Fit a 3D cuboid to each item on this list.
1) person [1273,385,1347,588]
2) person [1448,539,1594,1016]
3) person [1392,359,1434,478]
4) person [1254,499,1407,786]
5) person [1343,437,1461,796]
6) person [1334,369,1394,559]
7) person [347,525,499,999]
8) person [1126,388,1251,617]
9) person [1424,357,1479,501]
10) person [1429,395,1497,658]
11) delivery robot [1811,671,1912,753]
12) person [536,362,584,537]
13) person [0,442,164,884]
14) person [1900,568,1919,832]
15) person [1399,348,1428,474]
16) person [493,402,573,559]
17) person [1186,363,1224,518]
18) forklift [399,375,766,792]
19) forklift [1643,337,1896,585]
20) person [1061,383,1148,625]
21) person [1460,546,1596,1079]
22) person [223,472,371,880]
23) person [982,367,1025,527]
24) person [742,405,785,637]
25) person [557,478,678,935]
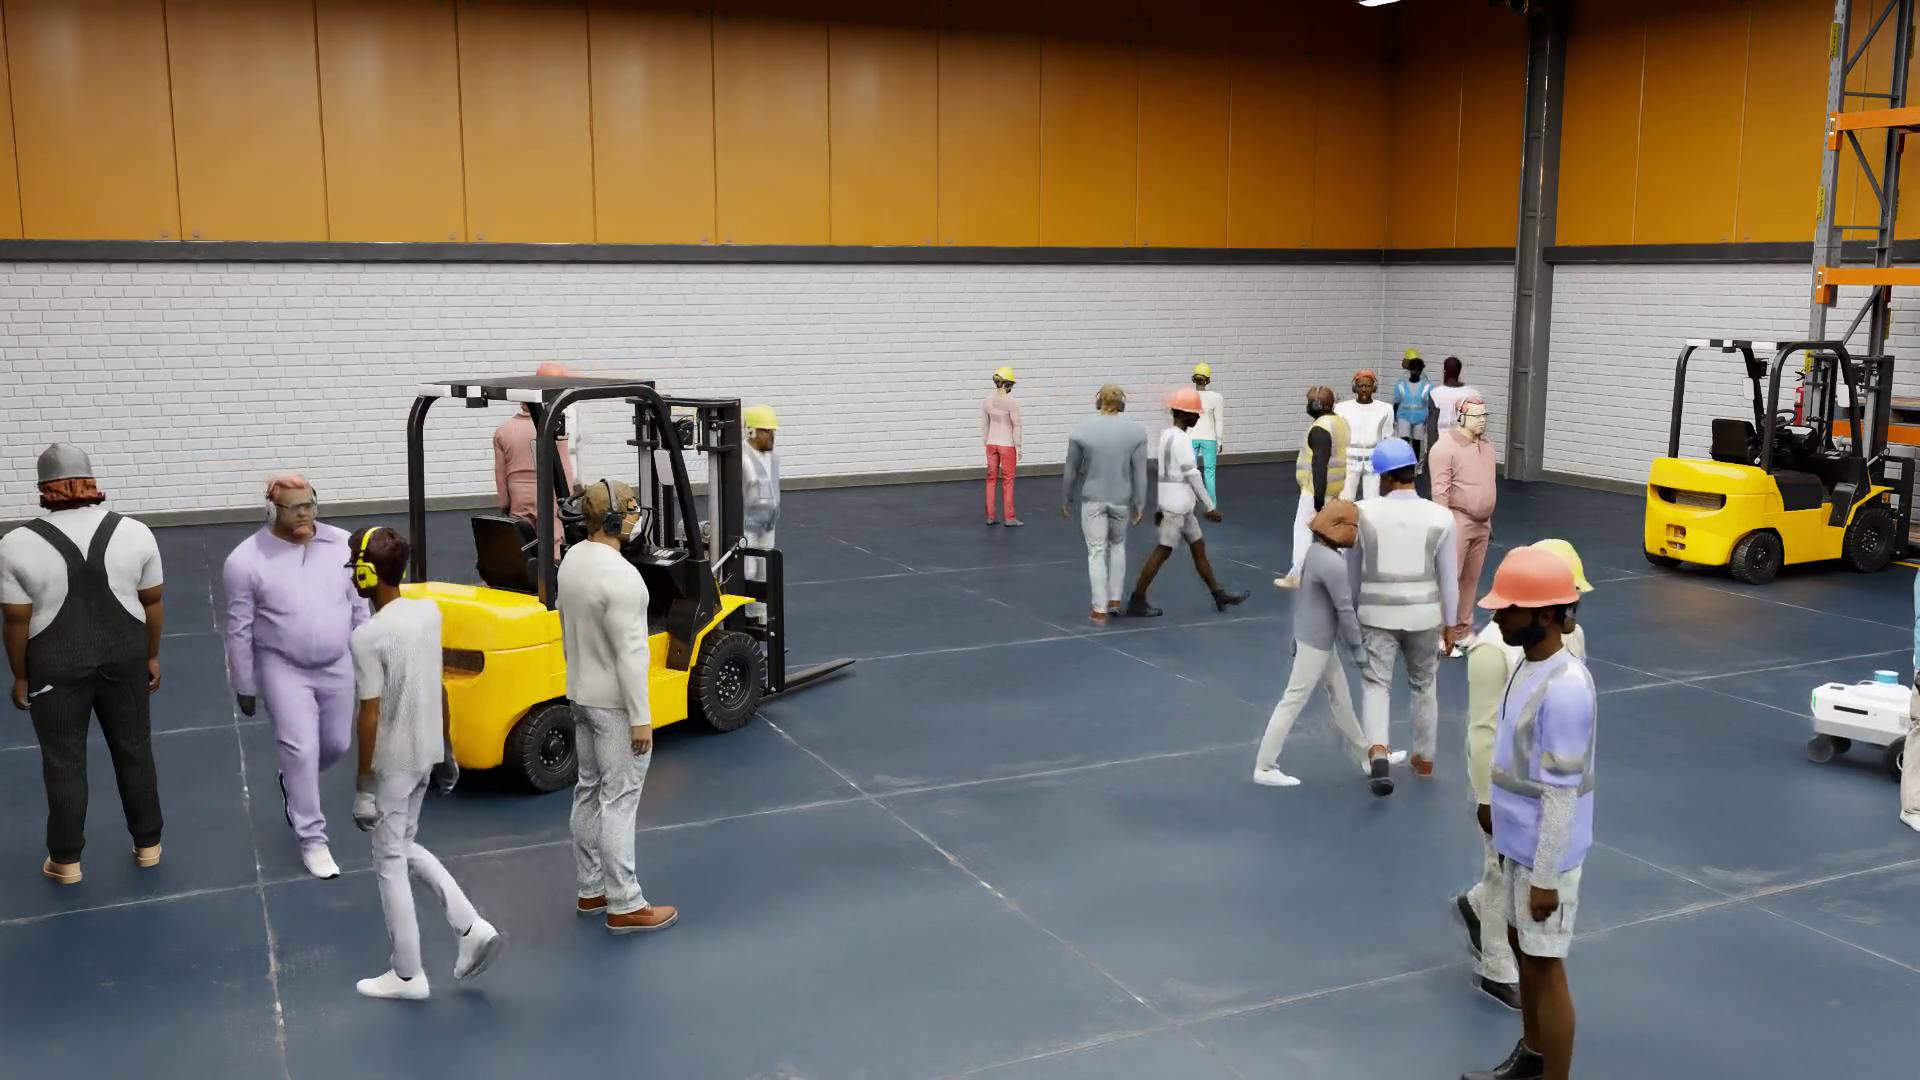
[{"bbox_3d":[3.260,-0.453,14.636,0.832,1.813,0.639,5,10,27],"label":"person"},{"bbox_3d":[2.119,0.876,6.342,0.594,1.818,0.528,-6,11,-31],"label":"person"},{"bbox_3d":[6.053,-1.611,22.277,0.565,1.645,0.897,2,9,12],"label":"person"},{"bbox_3d":[2.015,0.565,8.979,0.881,1.582,0.501,0,9,3],"label":"person"},{"bbox_3d":[2.364,0.412,8.916,0.623,1.920,0.788,2,9,9],"label":"person"},{"bbox_3d":[3.804,-0.677,15.766,0.585,1.882,0.337,1,9,8],"label":"person"},{"bbox_3d":[-2.088,0.859,6.308,0.469,1.857,0.525,3,10,16],"label":"person"},{"bbox_3d":[1.838,-0.295,13.444,1.057,1.864,0.549,0,9,1],"label":"person"},{"bbox_3d":[5.284,-1.039,18.044,0.619,1.868,0.967,-1,9,-9],"label":"person"},{"bbox_3d":[3.696,-0.104,12.144,0.653,1.906,0.408,-7,12,-38],"label":"person"},{"bbox_3d":[5.185,0.977,9.329,0.477,0.478,0.707,-8,12,-42],"label":"delivery robot"},{"bbox_3d":[-3.480,-0.566,14.708,0.912,2.015,0.609,2,9,15],"label":"person"},{"bbox_3d":[-4.060,0.547,7.692,0.680,2.000,0.537,-7,12,-39],"label":"person"},{"bbox_3d":[4.955,0.644,8.316,0.516,1.645,0.308,-4,10,-22],"label":"person"},{"bbox_3d":[6.229,-1.772,22.996,0.483,1.745,0.302,-5,10,-28],"label":"person"},{"bbox_3d":[-3.419,-0.317,13.469,0.644,1.907,0.400,2,9,11],"label":"person"},{"bbox_3d":[2.733,-1.124,18.903,0.523,1.769,0.317,2,9,14],"label":"person"},{"bbox_3d":[-2.268,0.149,9.685,1.214,2.155,2.313,6,11,32],"label":"forklift"},{"bbox_3d":[7.551,-0.789,15.507,2.313,2.155,1.214,-4,10,-25],"label":"forklift"},{"bbox_3d":[1.152,-0.298,13.347,0.648,1.913,0.665,-1,9,-6],"label":"person"},{"bbox_3d":[1.835,0.975,5.387,0.386,1.929,0.544,1,9,8],"label":"person"},{"bbox_3d":[-3.141,0.596,7.901,0.649,1.880,0.848,-9,13,-44],"label":"person"},{"bbox_3d":[0.476,-1.020,18.292,0.522,1.760,0.331,8,12,40],"label":"person"},{"bbox_3d":[-1.637,-0.138,12.672,0.654,1.809,0.612,5,10,29],"label":"person"},{"bbox_3d":[-1.477,0.698,7.069,0.368,1.939,0.633,-7,11,-36],"label":"person"}]
